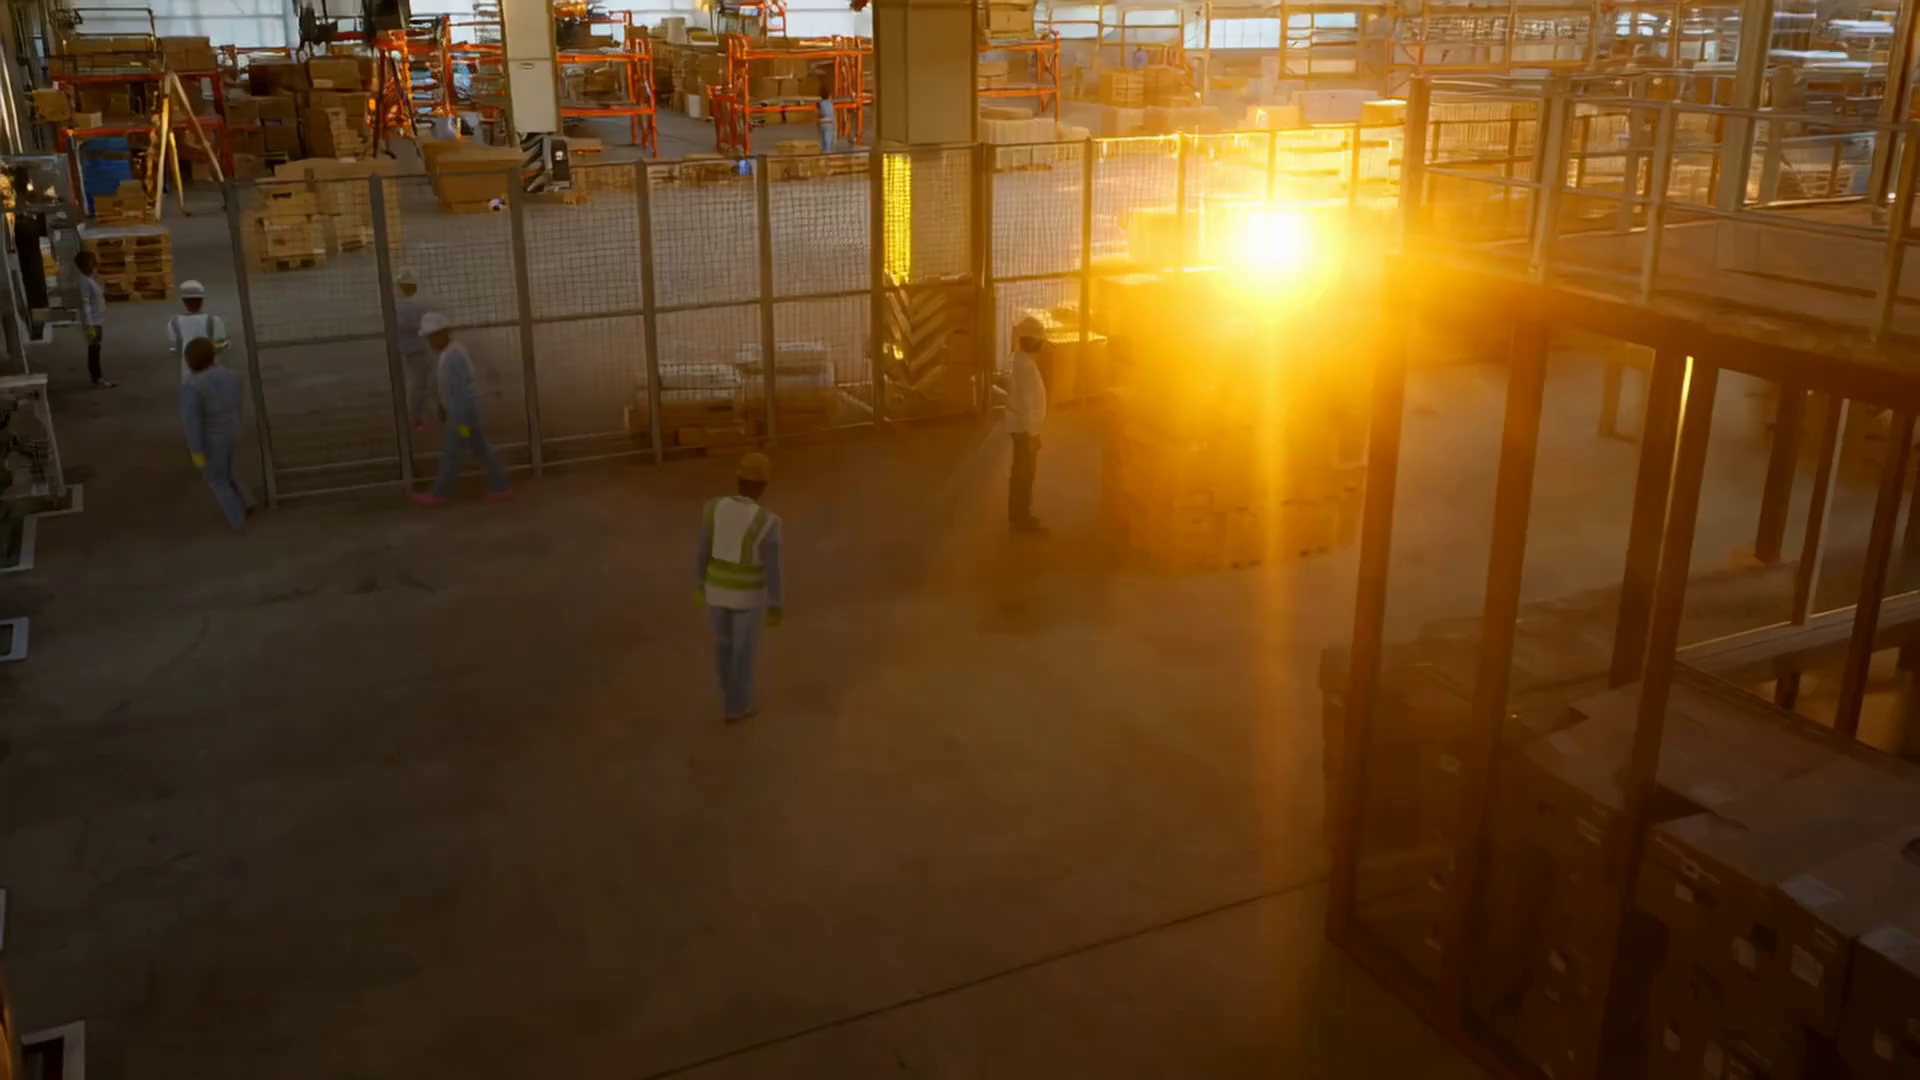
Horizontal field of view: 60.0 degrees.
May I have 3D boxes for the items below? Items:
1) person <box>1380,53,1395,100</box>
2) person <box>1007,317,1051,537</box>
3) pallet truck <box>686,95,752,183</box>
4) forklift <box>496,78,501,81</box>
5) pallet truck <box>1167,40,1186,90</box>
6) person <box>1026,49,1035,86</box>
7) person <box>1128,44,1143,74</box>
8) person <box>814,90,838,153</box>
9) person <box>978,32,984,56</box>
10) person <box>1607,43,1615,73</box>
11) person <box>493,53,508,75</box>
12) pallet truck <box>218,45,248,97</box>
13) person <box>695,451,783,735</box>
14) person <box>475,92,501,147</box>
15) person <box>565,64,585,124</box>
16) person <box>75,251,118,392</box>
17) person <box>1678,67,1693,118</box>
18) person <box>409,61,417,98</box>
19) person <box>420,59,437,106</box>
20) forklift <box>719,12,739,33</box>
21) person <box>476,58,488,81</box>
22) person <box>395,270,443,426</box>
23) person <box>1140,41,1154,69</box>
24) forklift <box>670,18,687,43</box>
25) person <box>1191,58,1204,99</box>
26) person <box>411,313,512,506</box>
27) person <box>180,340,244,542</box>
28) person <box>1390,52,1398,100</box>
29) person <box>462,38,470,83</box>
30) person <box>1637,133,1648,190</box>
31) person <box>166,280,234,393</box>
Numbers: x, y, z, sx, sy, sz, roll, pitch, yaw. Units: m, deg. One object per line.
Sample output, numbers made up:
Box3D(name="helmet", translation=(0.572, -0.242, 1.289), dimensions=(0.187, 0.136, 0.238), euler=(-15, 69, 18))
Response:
Box3D(name="person", translation=(15.866, -17.084, 61.643), dimensions=(0.571, 1.920, 0.551), euler=(-13, 23, -34))
Box3D(name="person", translation=(0.610, -1.023, 14.975), dimensions=(0.382, 1.991, 0.623), euler=(-4, 19, -11))
Box3D(name="pallet truck", translation=(-5.836, -9.608, 39.856), dimensions=(0.823, 1.965, 1.885), euler=(10, 22, 27))
Box3D(name="forklift", translation=(-16.239, -17.535, 61.499), dimensions=(1.873, 2.768, 1.129), euler=(-10, 21, -26))
Box3D(name="pallet truck", translation=(9.045, -19.971, 69.895), dimensions=(0.823, 1.965, 1.885), euler=(-3, 19, -8))
Box3D(name="person", translation=(2.899, -19.403, 68.374), dimensions=(0.372, 1.914, 0.596), euler=(2, 19, 7))
Box3D(name="person", translation=(7.322, -19.737, 69.416), dimensions=(1.066, 1.873, 0.631), euler=(16, 24, 38))
Box3D(name="person", translation=(-3.547, -10.946, 43.969), dimensions=(0.634, 1.841, 0.429), euler=(-7, 20, -19))
Box3D(name="person", translation=(0.856, -23.684, 80.771), dimensions=(0.643, 1.936, 1.013), euler=(-9, 21, -24))
Box3D(name="person", translation=(29.796, -21.912, 76.088), dimensions=(0.534, 1.614, 0.548), euler=(-12, 22, -30))
Box3D(name="person", translation=(-17.014, -17.071, 61.623), dimensions=(0.732, 1.907, 0.681), euler=(16, 25, 38))
Box3D(name="pallet truck", translation=(-28.879, -18.665, 66.111), dimensions=(0.823, 1.965, 1.885), euler=(-3, 19, -9))
Box3D(name="person", translation=(-1.446, 0.352, 11.109), dimensions=(0.630, 1.912, 0.547), euler=(12, 22, 30))
Box3D(name="person", translation=(-12.256, -10.676, 43.167), dimensions=(0.589, 1.863, 0.887), euler=(-11, 22, -29))
Box3D(name="person", translation=(-12.555, -14.561, 54.310), dimensions=(0.627, 1.934, 0.372), euler=(-3, 19, -7))
Box3D(name="person", translation=(-10.485, -2.647, 20.126), dimensions=(0.321, 1.698, 0.537), euler=(-6, 20, -18))
Box3D(name="person", translation=(24.756, -15.211, 56.577), dimensions=(0.439, 1.683, 0.540), euler=(6, 20, 17))
Box3D(name="person", translation=(-20.397, -16.937, 61.689), dimensions=(0.517, 1.605, 0.769), euler=(-14, 24, -35))
Box3D(name="person", translation=(-18.944, -16.139, 59.112), dimensions=(0.892, 1.821, 0.510), euler=(4, 19, 11))
Box3D(name="forklift", translation=(-11.245, -24.345, 81.240), dimensions=(1.129, 2.768, 1.873), euler=(-9, 21, -25))
Box3D(name="person", translation=(-17.555, -16.869, 61.287), dimensions=(0.296, 1.744, 0.484), euler=(15, 24, 36))
Box3D(name="person", translation=(-6.126, -2.178, 18.747), dimensions=(0.527, 1.721, 0.922), euler=(7, 20, 19))
Box3D(name="person", translation=(7.913, -20.128, 70.439), dimensions=(0.649, 1.935, 0.480), euler=(17, 25, 41))
Box3D(name="forklift", translation=(-12.128, -21.141, 71.955), dimensions=(1.873, 2.768, 1.129), euler=(5, 20, 13))
Box3D(name="person", translation=(8.803, -16.995, 61.722), dimensions=(0.532, 1.697, 0.319), euler=(-10, 21, -26))
Box3D(name="person", translation=(-4.772, -1.233, 15.780), dimensions=(0.928, 1.864, 0.625), euler=(1, 19, 2))
Box3D(name="person", translation=(-6.638, -0.868, 14.795), dimensions=(0.435, 1.817, 0.659), euler=(7, 20, 18))
Box3D(name="person", translation=(16.256, -17.529, 63.018), dimensions=(0.940, 1.873, 0.651), euler=(-8, 21, -21))
Box3D(name="person", translation=(-21.809, -21.197, 73.538), dimensions=(0.356, 1.937, 0.552), euler=(-2, 19, -5))
Box3D(name="person", translation=(12.775, -6.643, 31.247), dimensions=(0.606, 2.010, 0.634), euler=(-1, 19, -4))
Box3D(name="person", translation=(-7.827, -1.729, 17.182), dimensions=(0.560, 1.896, 0.985), euler=(-3, 19, -9))
